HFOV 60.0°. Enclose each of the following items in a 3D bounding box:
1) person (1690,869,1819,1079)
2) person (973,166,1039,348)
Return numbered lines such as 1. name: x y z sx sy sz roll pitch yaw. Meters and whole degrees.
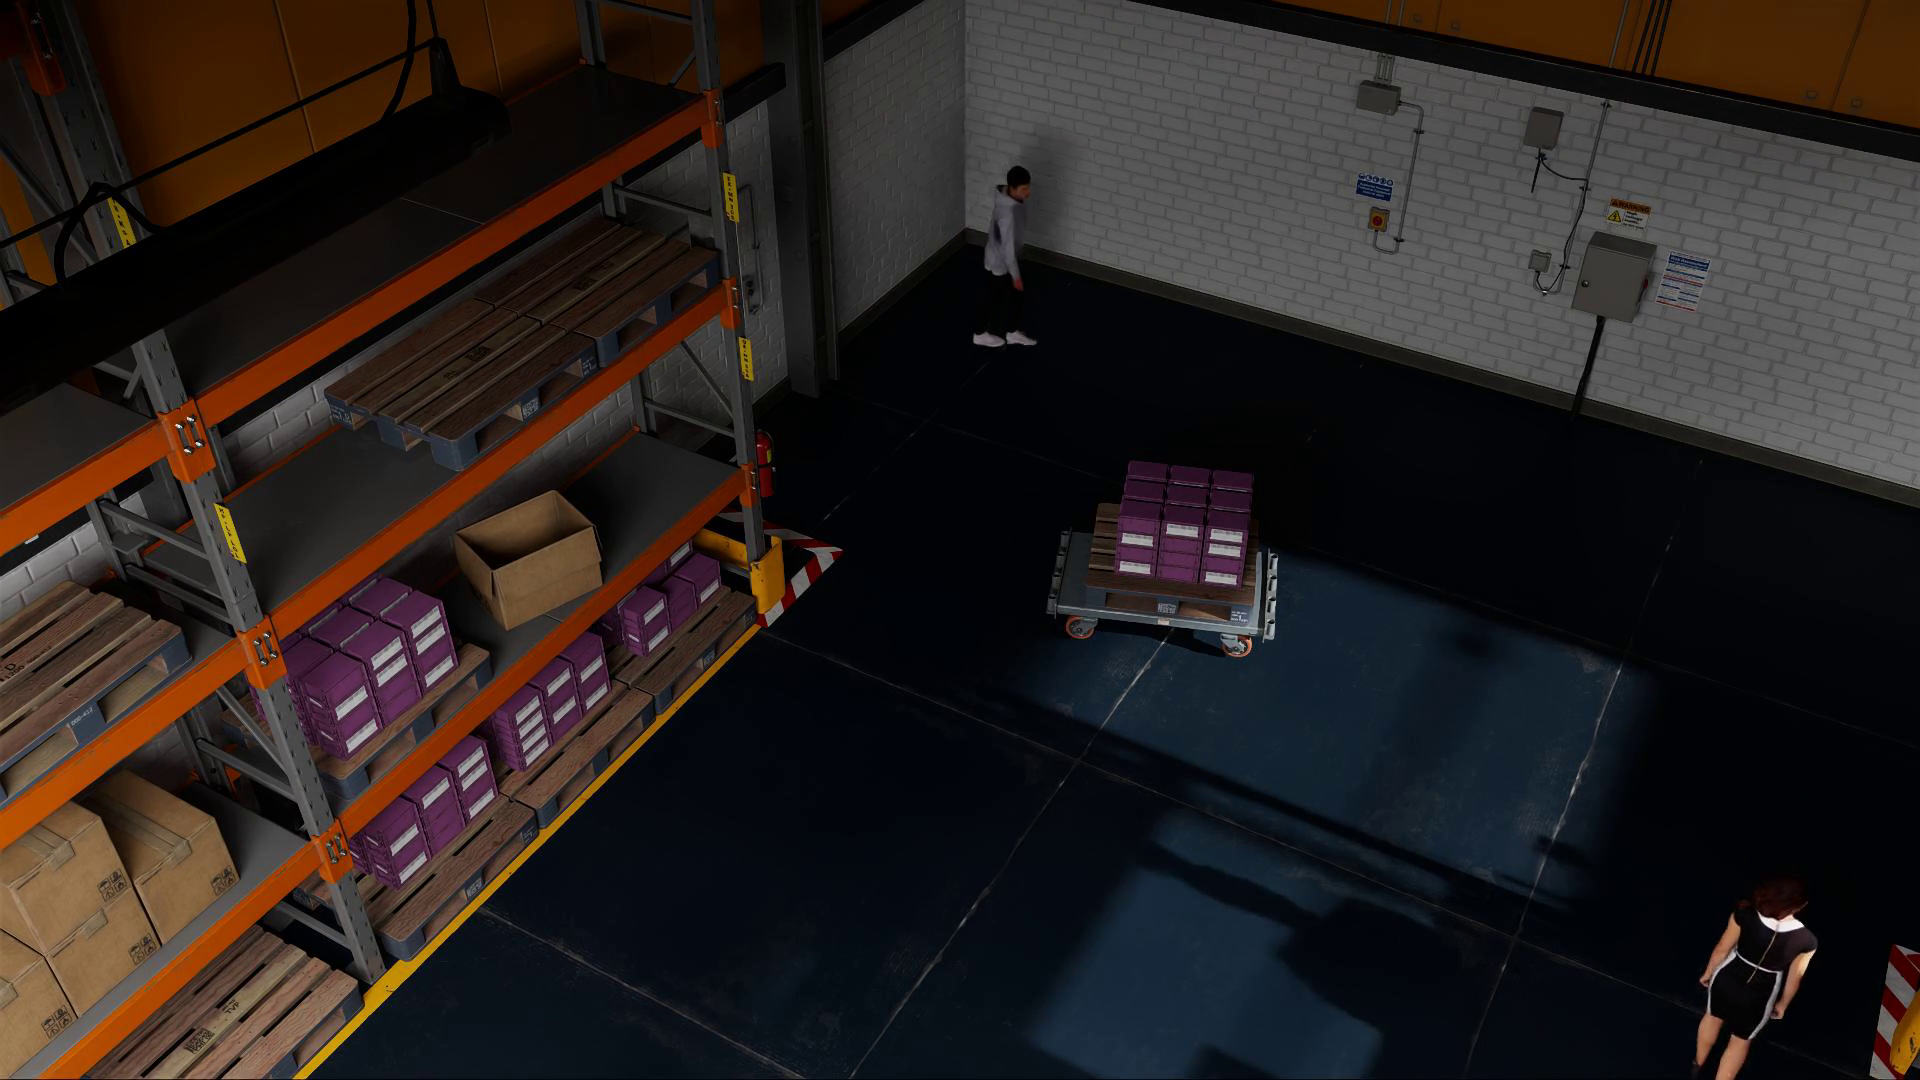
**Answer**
1. person: 4.113 2.443 8.775 0.607 1.781 0.922 21 43 24
2. person: 0.321 -2.528 14.921 0.866 1.878 0.855 5 39 6
